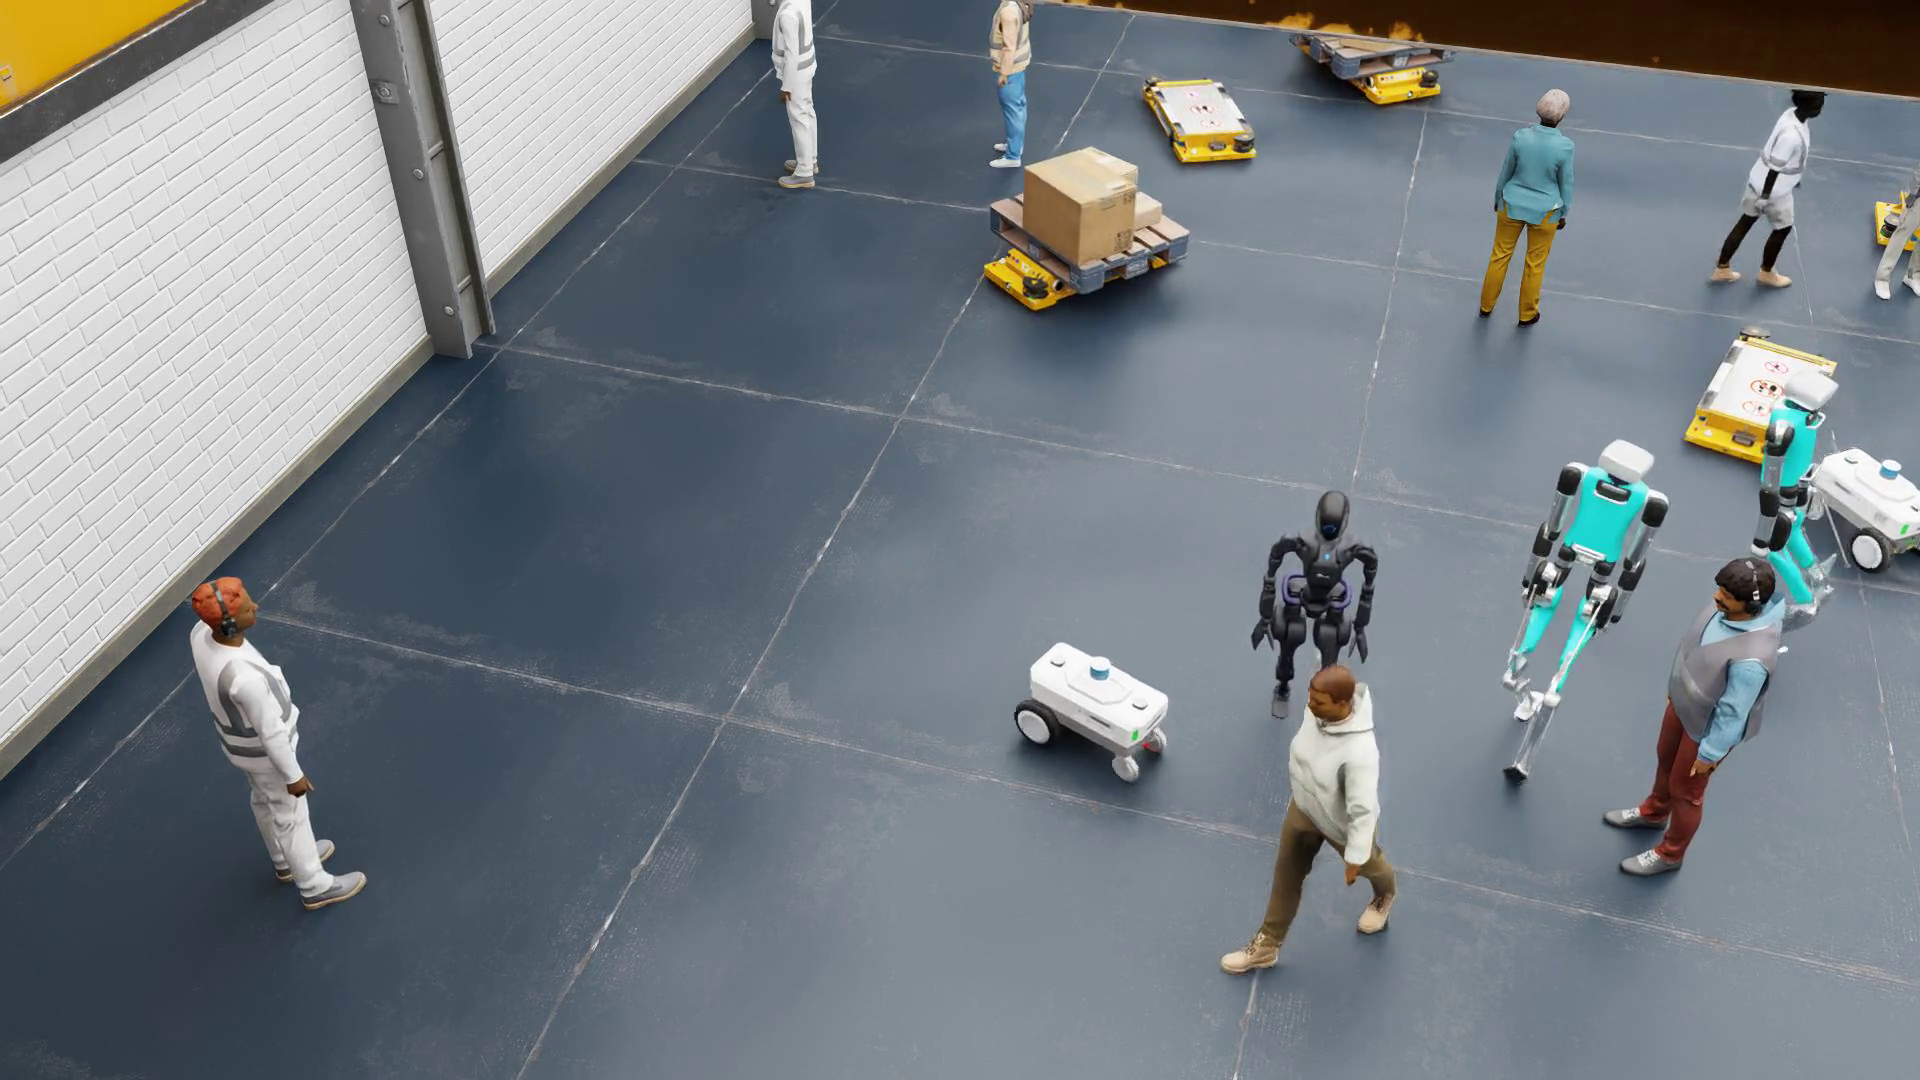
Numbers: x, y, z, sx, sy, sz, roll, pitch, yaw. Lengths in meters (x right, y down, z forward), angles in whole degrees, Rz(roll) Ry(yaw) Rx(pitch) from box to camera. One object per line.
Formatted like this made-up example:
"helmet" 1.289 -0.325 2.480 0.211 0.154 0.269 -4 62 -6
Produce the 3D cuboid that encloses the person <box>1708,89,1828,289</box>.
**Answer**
"person" 5.961 -2.566 12.082 0.613 1.660 0.520 4 39 5

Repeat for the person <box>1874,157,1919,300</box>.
"person" 7.089 -2.510 12.029 0.513 1.640 0.314 -2 39 -3

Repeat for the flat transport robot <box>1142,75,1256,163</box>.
"flat transport robot" 2.092 -3.722 14.634 0.659 0.231 1.431 -5 39 -7

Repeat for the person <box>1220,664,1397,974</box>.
"person" 1.684 1.218 7.342 0.968 1.710 0.576 -18 42 -21

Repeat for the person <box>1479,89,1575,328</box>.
"person" 4.017 -2.327 11.712 0.524 1.755 0.342 22 44 25

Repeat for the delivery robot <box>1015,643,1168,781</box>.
"delivery robot" 0.704 0.860 8.715 0.807 0.606 0.499 26 46 29

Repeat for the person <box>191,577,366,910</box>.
"person" -3.151 0.929 7.562 0.353 1.881 0.574 -29 47 -31

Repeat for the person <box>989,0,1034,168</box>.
"person" 0.414 -3.918 13.717 0.374 1.724 0.487 7 39 9

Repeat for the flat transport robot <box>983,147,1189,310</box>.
"flat transport robot" 0.948 -2.159 12.690 1.431 0.231 0.659 -23 44 -26

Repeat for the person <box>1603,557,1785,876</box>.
"person" 3.456 0.824 7.704 0.422 1.869 0.546 2 39 3

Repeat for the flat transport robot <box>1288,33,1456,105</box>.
"flat transport robot" 3.822 -4.475 15.571 0.659 0.231 1.431 -14 41 -16

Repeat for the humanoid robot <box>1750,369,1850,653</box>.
"humanoid robot" 4.523 -0.041 8.892 0.761 1.779 0.542 28 47 30

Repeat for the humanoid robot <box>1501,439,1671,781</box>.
"humanoid robot" 2.997 0.437 8.311 0.557 1.784 0.959 22 44 25

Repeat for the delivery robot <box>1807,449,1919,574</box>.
"delivery robot" 5.529 -0.207 10.027 0.499 0.586 0.773 -14 41 -17

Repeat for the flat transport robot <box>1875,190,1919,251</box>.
"flat transport robot" 7.957 -2.400 12.990 1.431 0.231 0.659 14 41 16

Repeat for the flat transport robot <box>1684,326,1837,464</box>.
"flat transport robot" 5.420 -0.969 11.210 0.659 0.231 1.431 23 44 25

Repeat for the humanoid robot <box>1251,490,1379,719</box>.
"humanoid robot" 1.785 0.410 8.403 0.589 1.630 0.707 5 39 6

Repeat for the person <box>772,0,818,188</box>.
"person" -1.338 -3.761 13.395 0.355 1.883 0.573 5 39 6
